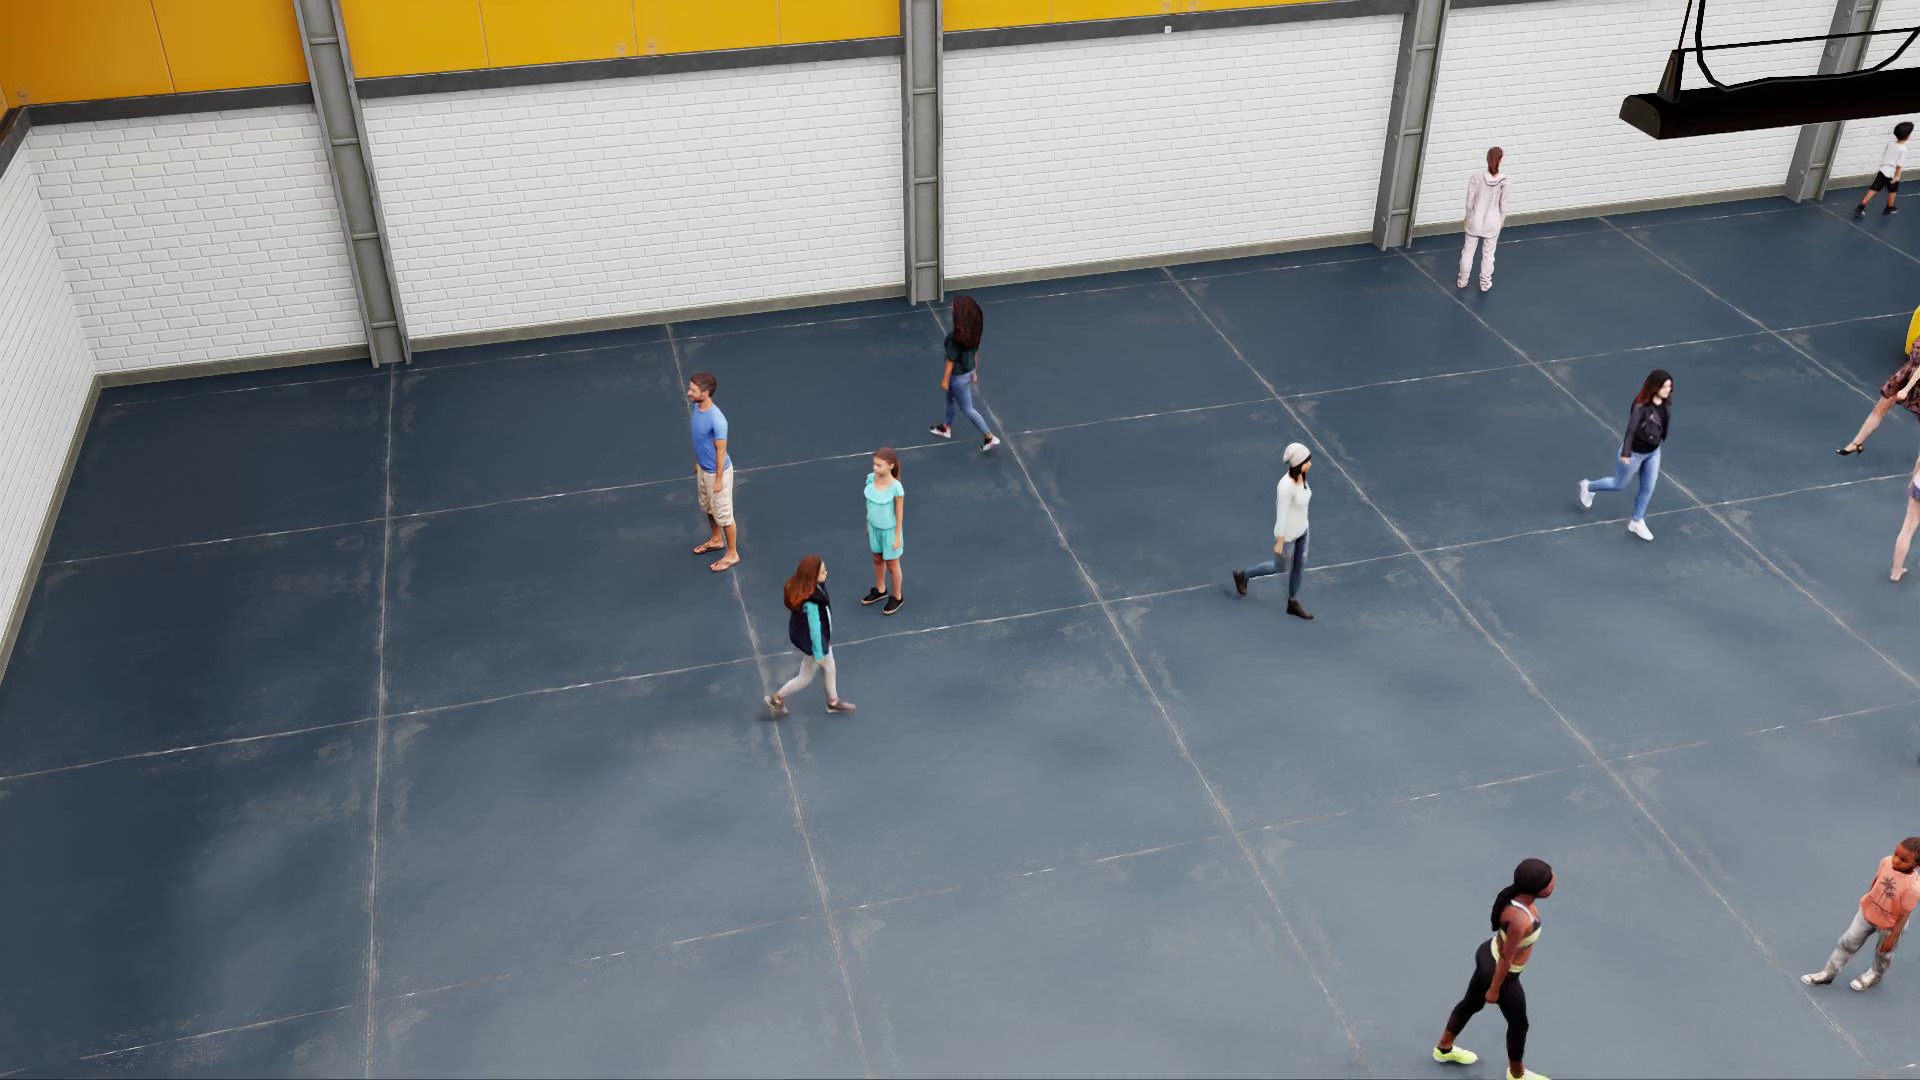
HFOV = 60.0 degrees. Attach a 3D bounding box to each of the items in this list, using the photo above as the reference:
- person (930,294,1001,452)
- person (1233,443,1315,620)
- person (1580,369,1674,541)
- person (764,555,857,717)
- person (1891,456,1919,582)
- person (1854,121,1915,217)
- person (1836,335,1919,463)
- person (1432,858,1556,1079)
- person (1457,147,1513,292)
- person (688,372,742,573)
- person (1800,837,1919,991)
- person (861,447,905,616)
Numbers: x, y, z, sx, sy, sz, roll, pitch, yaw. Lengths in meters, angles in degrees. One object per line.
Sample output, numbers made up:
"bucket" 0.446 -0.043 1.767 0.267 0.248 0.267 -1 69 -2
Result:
"person" 0.071 -1.590 16.171 1.104 1.588 1.022 16 37 23
"person" 2.684 -0.095 13.886 1.017 1.626 0.976 19 38 26
"person" 6.066 -0.818 14.989 1.028 1.610 0.888 -19 38 -26
"person" -1.191 0.765 12.723 0.986 1.481 0.703 -1 34 -2
"person" 8.301 -0.388 14.218 0.846 1.748 0.962 28 42 35
"person" 11.769 -4.690 21.146 0.912 1.242 0.561 -14 36 -20
"person" 9.160 -1.422 15.795 1.235 1.723 0.957 7 34 10
"person" 3.091 2.540 9.832 1.014 1.726 0.833 6 34 10
"person" 6.077 -3.718 19.279 0.707 1.690 0.790 13 36 19
"person" -2.146 -0.631 14.478 0.684 1.864 0.714 -21 39 -28
"person" 5.885 2.362 10.495 0.791 1.288 0.540 -10 35 -15
"person" -0.626 -0.101 13.958 0.645 1.557 0.684 27 42 34
